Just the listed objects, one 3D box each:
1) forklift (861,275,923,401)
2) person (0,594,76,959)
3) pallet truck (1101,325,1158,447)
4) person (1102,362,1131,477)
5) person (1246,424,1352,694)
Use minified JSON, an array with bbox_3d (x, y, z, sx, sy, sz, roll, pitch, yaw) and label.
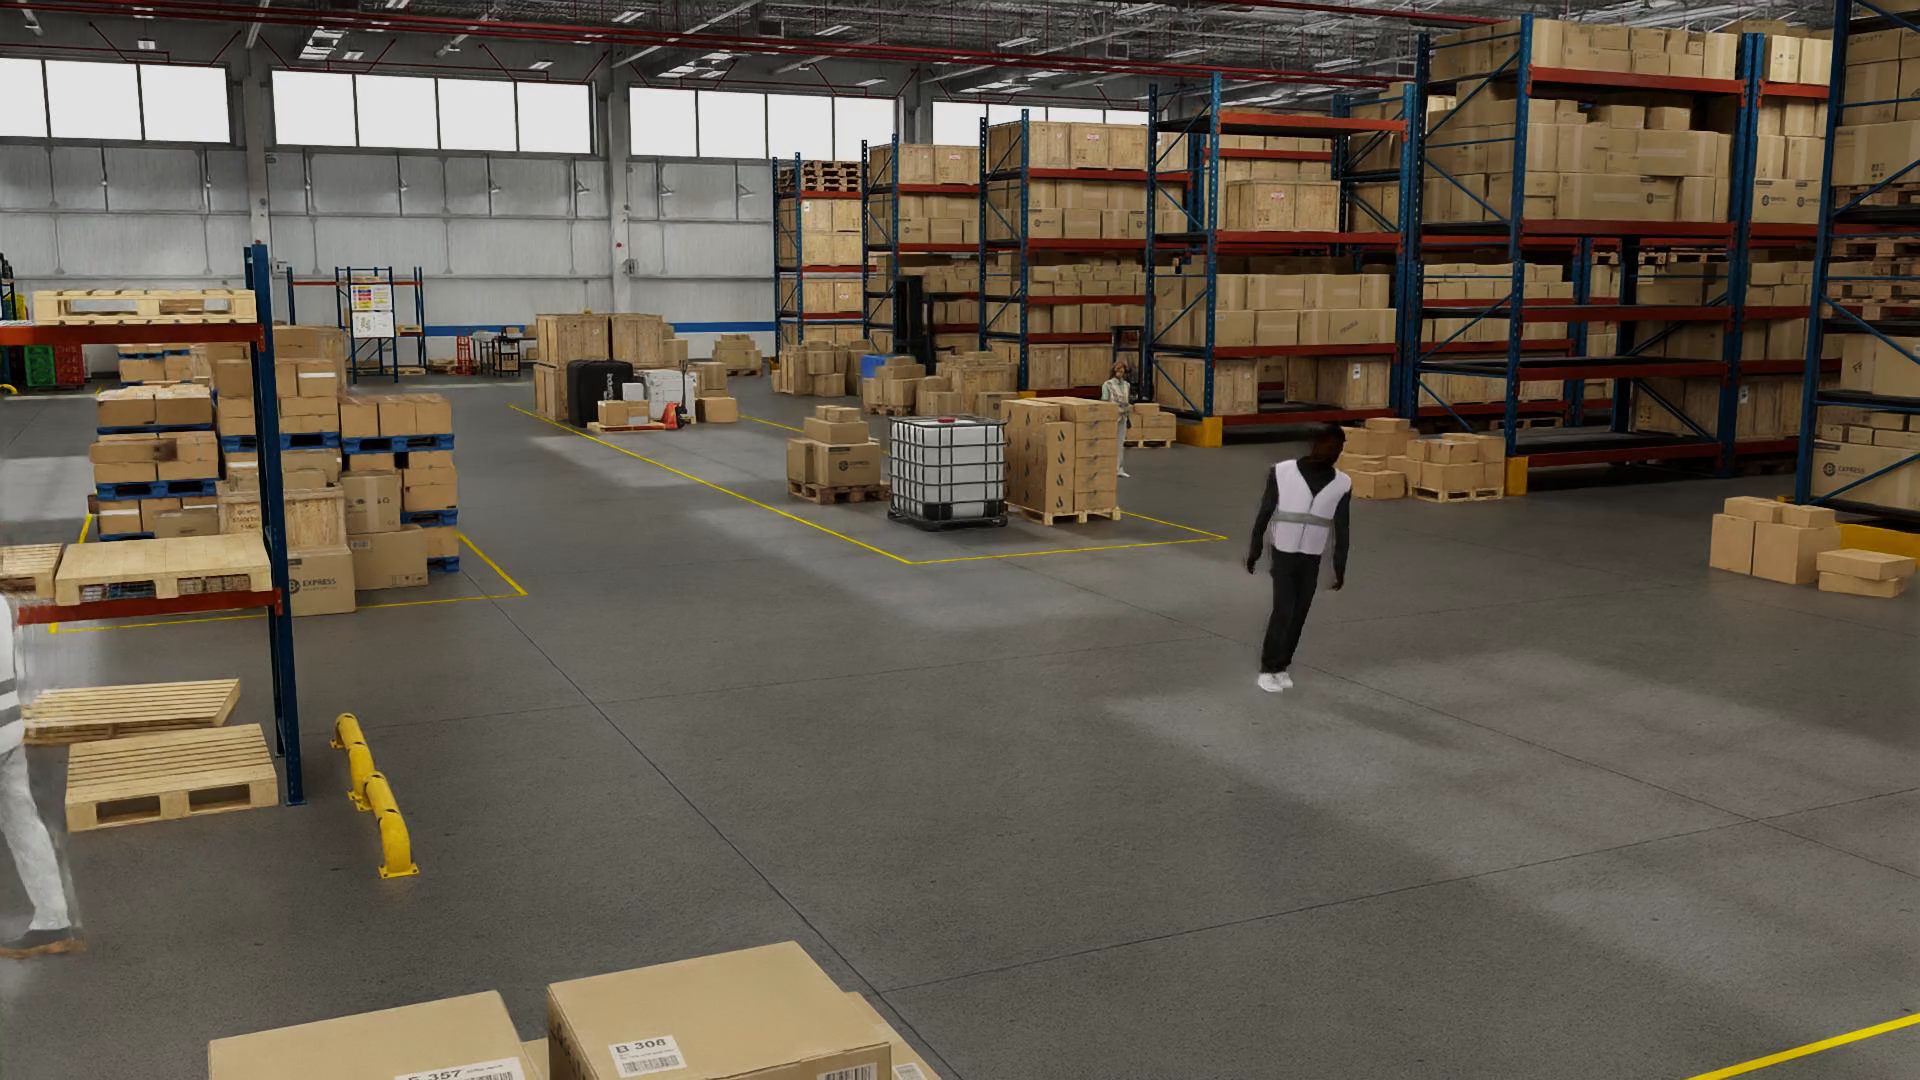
[{"bbox_3d":[-1.148,-4.385,36.295,1.873,2.768,1.129,-4,10,-25],"label":"forklift"},{"bbox_3d":[-4.226,0.856,7.016,1.004,1.831,0.599,1,9,5],"label":"person"},{"bbox_3d":[2.881,-2.596,27.923,0.823,1.965,1.885,-1,9,-7],"label":"pallet truck"},{"bbox_3d":[2.189,-1.678,23.328,0.514,1.643,0.307,-8,12,-40],"label":"person"},{"bbox_3d":[2.353,0.125,11.451,0.687,1.859,0.575,-1,9,-9],"label":"person"}]
